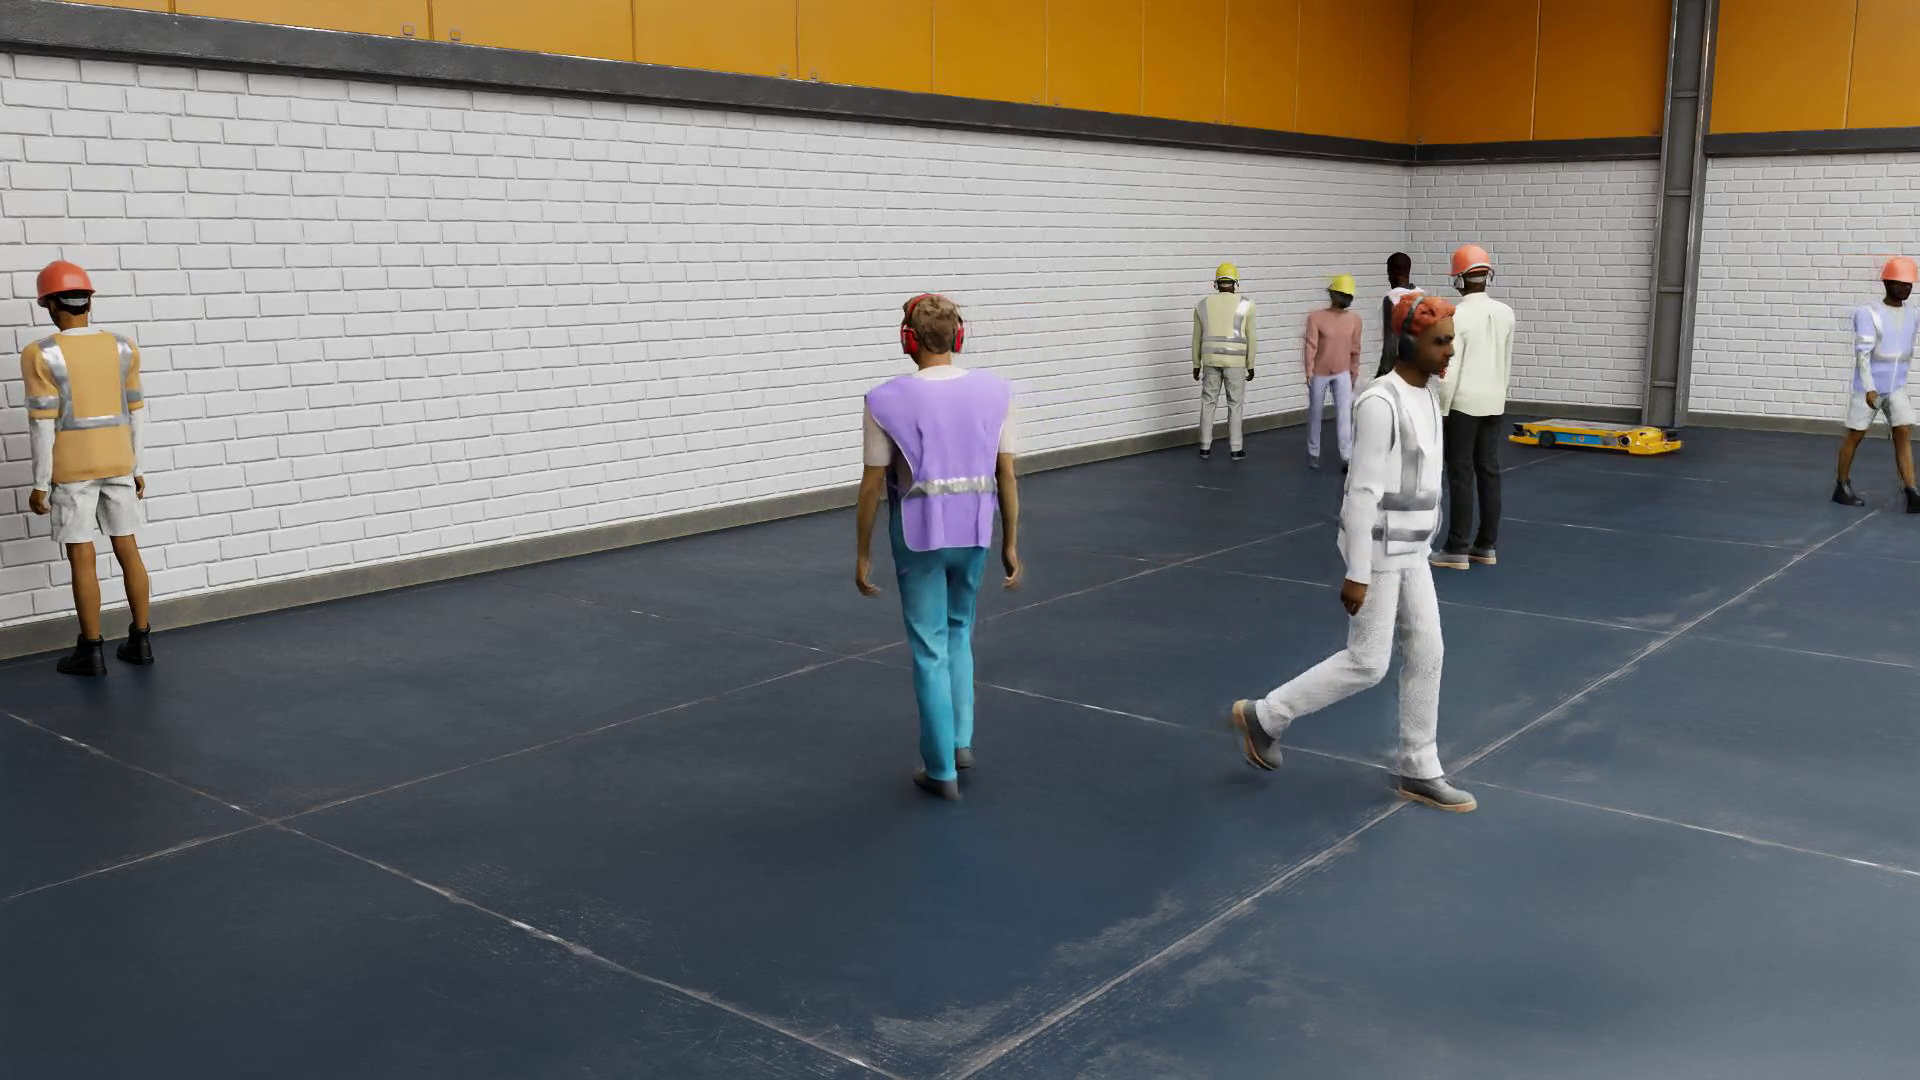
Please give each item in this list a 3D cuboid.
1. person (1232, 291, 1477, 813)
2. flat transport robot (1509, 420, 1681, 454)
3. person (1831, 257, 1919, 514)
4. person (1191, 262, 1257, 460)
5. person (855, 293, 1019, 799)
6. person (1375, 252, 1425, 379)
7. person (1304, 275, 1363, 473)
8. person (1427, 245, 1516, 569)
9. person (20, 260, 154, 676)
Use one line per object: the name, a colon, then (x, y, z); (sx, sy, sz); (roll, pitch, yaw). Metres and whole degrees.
person: (1.456, 0.036, 5.964); (0.786, 1.857, 0.620); (7, 12, 34)
flat transport robot: (6.160, -1.016, 16.164); (0.652, 0.197, 1.431); (-10, 14, -43)
person: (6.904, -1.144, 12.379); (0.562, 1.889, 0.961); (-1, 10, -6)
person: (2.450, -1.657, 15.452); (0.610, 1.821, 0.414); (5, 11, 25)
person: (-0.100, 0.021, 6.089); (0.600, 1.826, 0.547); (-5, 11, -24)
person: (3.888, -1.568, 14.673); (0.391, 1.914, 0.587); (10, 14, 43)
person: (3.250, -1.429, 14.467); (0.549, 1.709, 0.894); (-1, 10, -4)
person: (3.143, -0.815, 10.288); (0.611, 1.990, 0.392); (-6, 12, -31)
person: (-4.080, -0.328, 7.764); (0.373, 1.928, 0.543); (7, 12, 33)
